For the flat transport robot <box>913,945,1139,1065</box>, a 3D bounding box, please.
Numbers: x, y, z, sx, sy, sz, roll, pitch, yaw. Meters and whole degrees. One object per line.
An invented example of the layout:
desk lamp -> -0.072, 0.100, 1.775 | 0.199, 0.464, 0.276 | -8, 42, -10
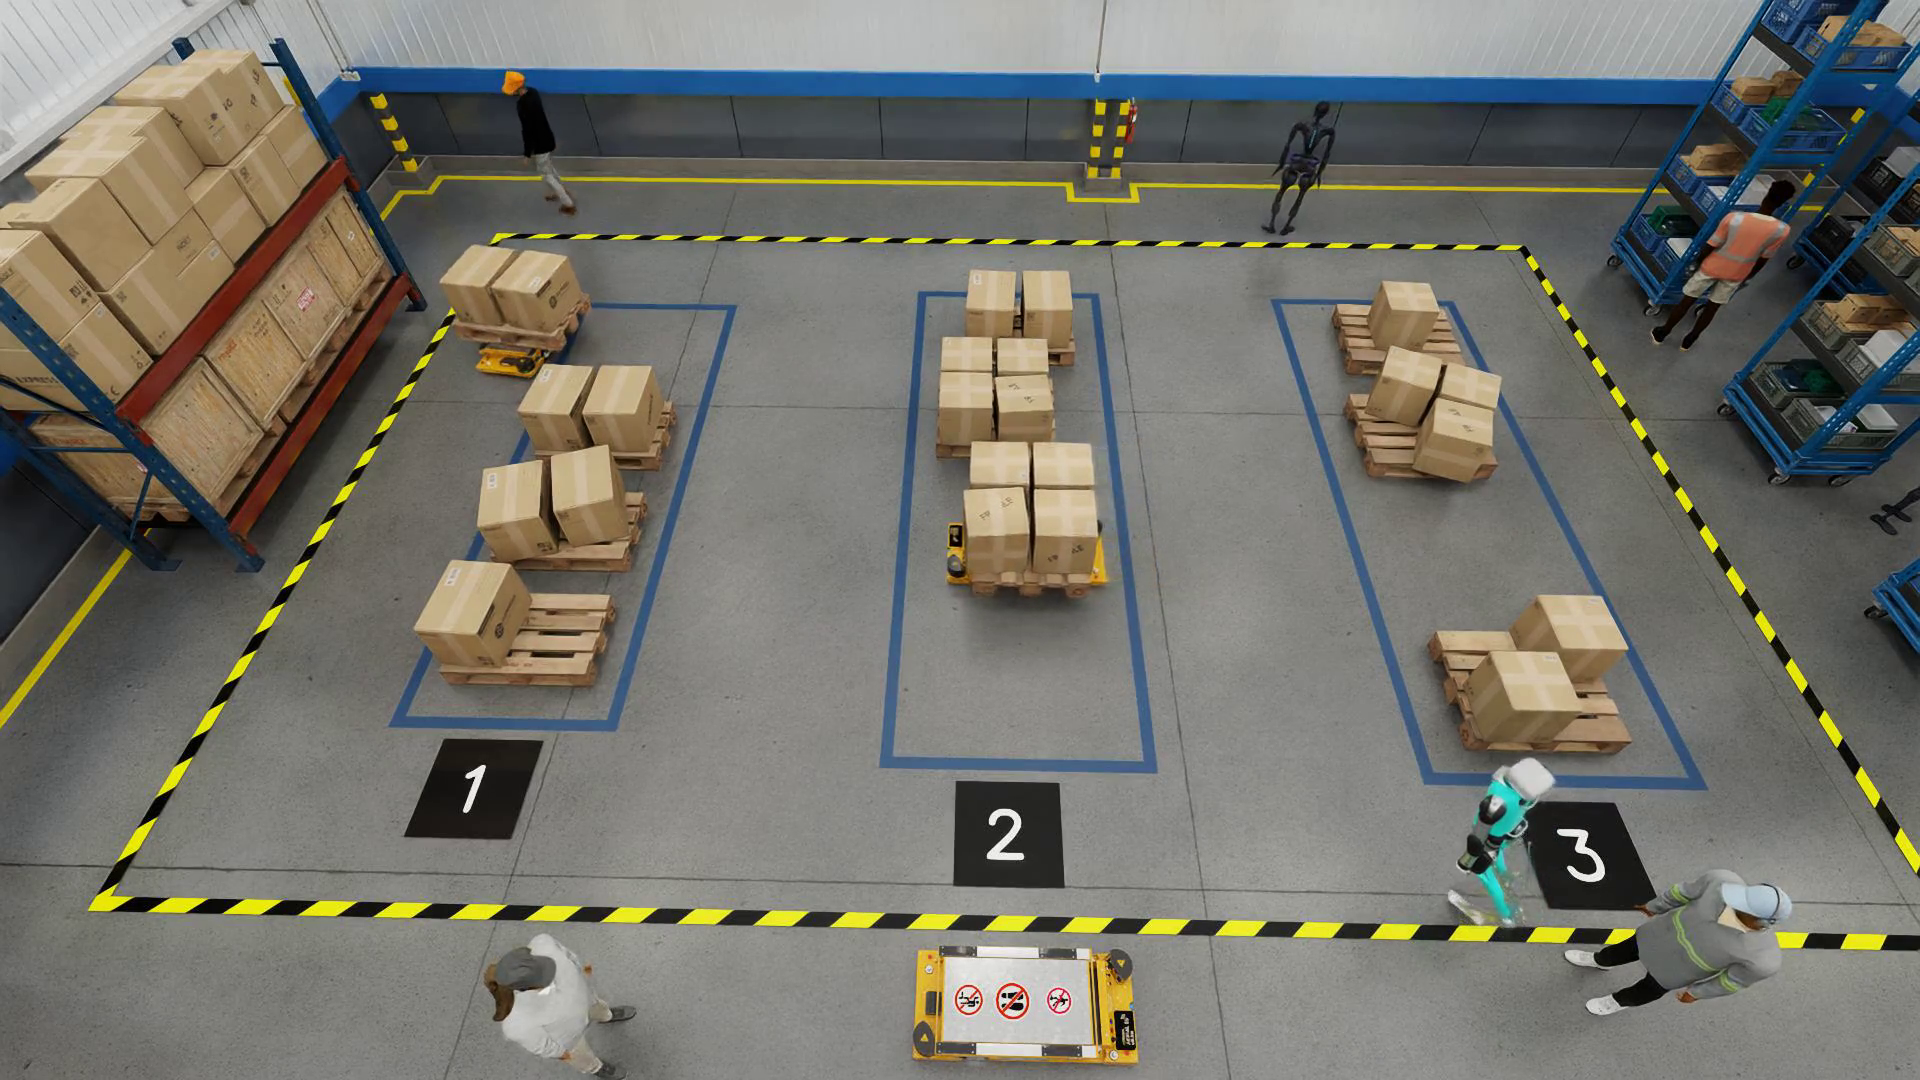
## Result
flat transport robot -> 0.422, 3.041, 6.007 | 1.431, 0.231, 0.659 | 1, 51, 1

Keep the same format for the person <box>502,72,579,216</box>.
person -> -5.304, -5.009, 11.562 | 0.538, 1.834, 0.624 | -3, 51, -2

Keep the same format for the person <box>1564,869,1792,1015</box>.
person -> 4.281, 2.434, 5.480 | 0.390, 1.849, 0.597 | 0, 51, 0

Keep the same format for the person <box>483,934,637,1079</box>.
person -> -2.304, 2.717, 5.305 | 0.400, 1.765, 0.560 | -1, 51, -1

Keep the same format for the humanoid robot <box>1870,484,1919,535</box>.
humanoid robot -> 8.957, -0.712, 8.146 | 0.599, 1.659, 0.315 | -24, 55, -18

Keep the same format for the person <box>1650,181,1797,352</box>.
person -> 8.114, -2.879, 9.738 | 0.601, 1.965, 0.368 | 24, 55, 18

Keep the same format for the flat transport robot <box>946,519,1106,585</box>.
flat transport robot -> 0.599, 0.089, 8.395 | 1.431, 0.197, 0.652 | 1, 51, 1

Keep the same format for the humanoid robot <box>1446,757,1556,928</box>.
humanoid robot -> 3.497, 2.080, 5.875 | 0.555, 1.823, 0.801 | -31, 57, -23

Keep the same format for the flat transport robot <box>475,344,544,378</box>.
flat transport robot -> -4.879, -2.414, 10.436 | 0.652, 0.197, 1.431 | 7, 51, 6

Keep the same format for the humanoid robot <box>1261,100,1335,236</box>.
humanoid robot -> 4.171, -4.542, 11.277 | 0.610, 1.640, 0.397 | 10, 52, 8
